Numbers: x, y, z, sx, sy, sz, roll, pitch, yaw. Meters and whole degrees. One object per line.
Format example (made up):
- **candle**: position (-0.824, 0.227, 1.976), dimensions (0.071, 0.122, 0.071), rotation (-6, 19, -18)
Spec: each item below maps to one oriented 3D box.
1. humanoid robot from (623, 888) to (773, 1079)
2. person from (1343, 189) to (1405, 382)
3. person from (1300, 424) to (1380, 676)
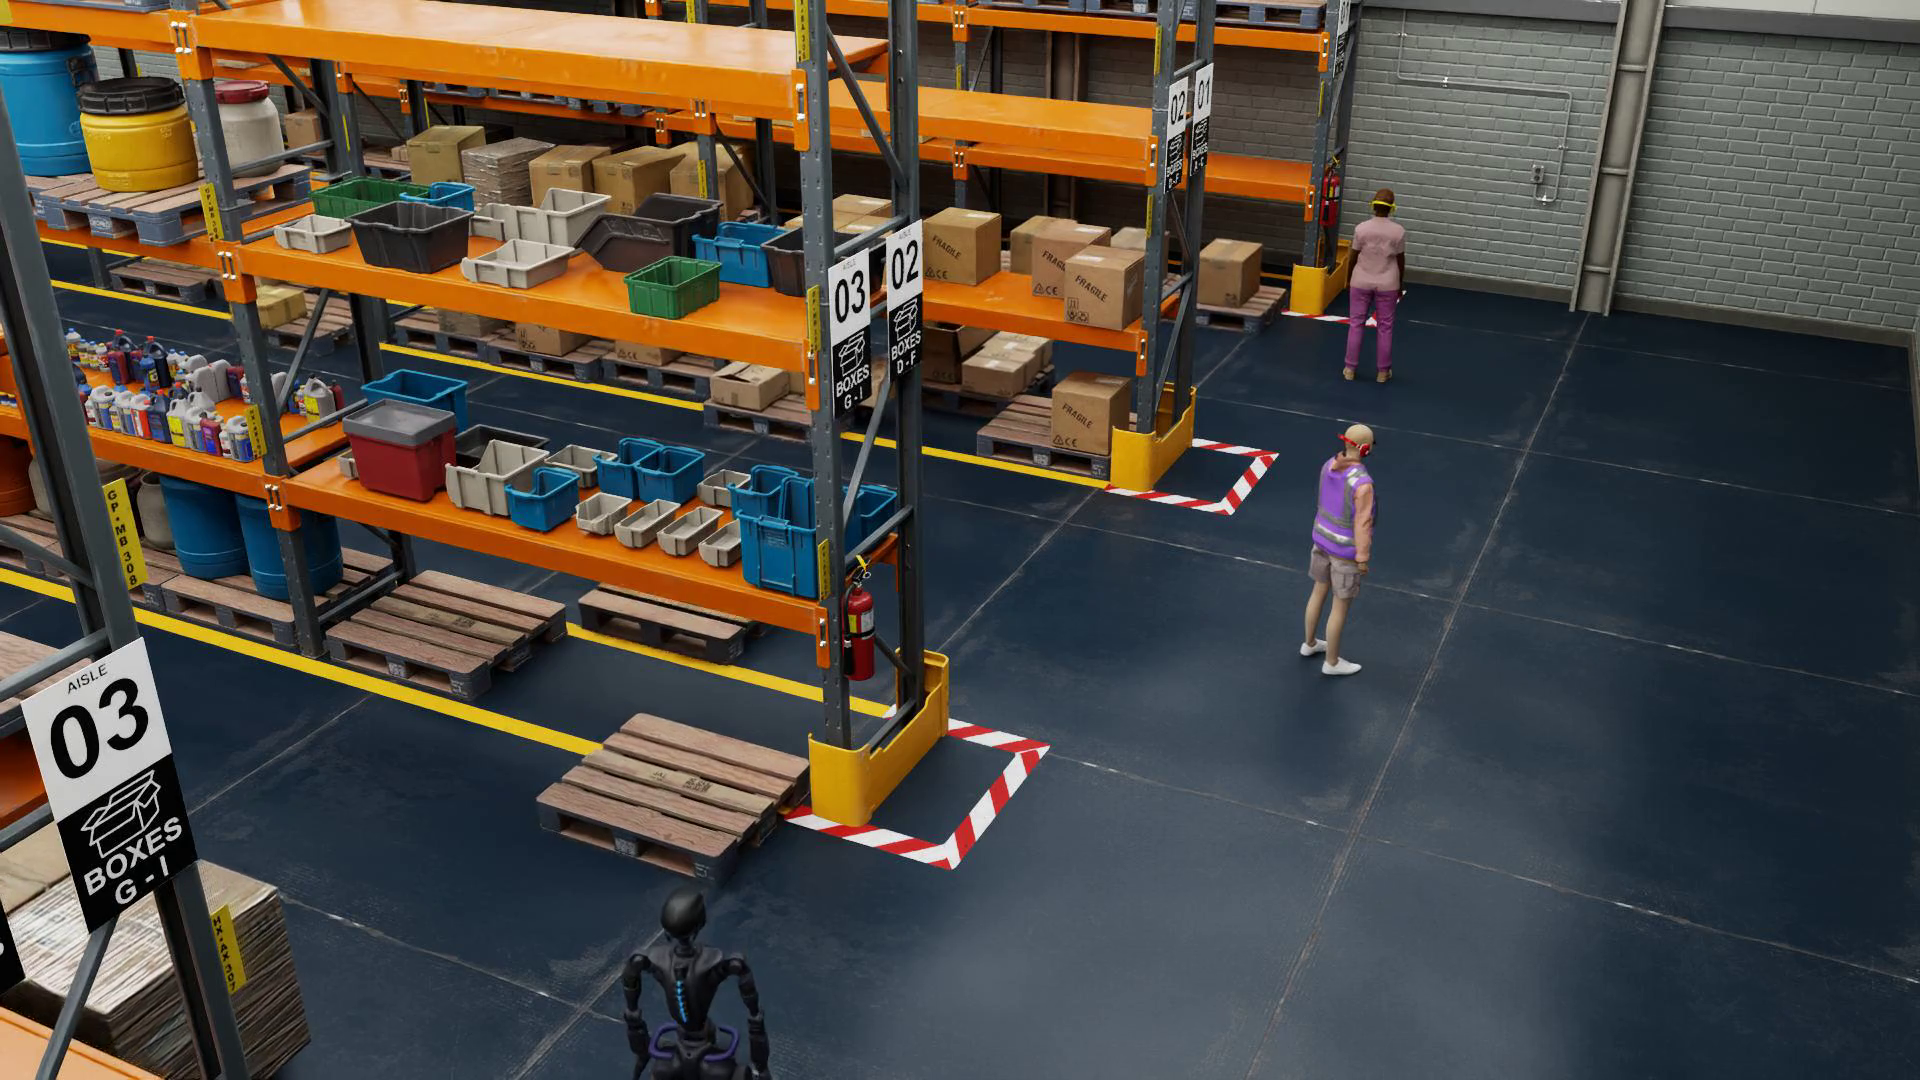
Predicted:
- **humanoid robot**: position (-1.026, 2.084, 6.513), dimensions (0.600, 1.648, 0.418), rotation (2, 26, 5)
- **person**: position (3.810, -2.337, 15.310), dimensions (0.528, 1.801, 0.336), rotation (8, 27, 16)
- **person**: position (2.426, 0.057, 10.591), dimensions (0.352, 1.688, 0.489), rotation (-11, 28, -21)
